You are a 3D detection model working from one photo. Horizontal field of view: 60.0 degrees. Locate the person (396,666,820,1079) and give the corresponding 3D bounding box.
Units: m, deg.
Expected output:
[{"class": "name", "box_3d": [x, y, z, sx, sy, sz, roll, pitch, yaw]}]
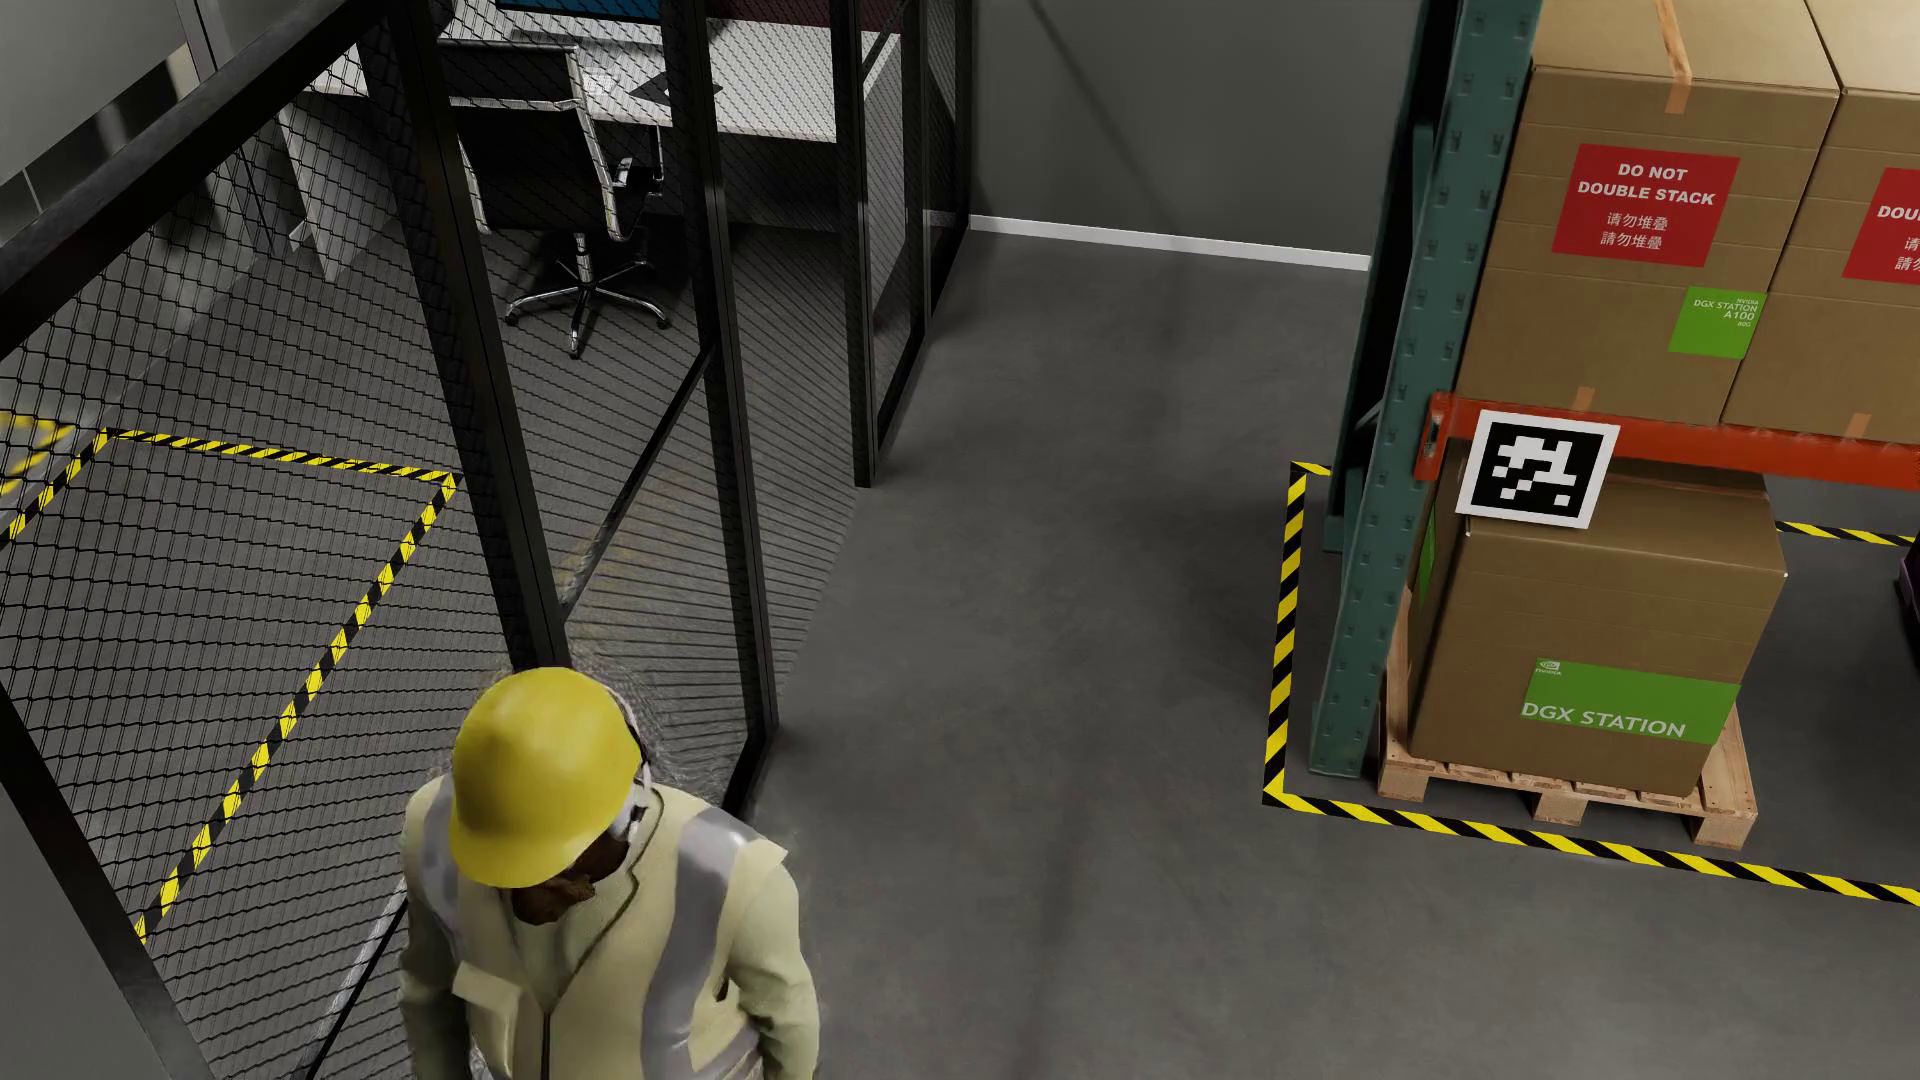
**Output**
[{"class": "person", "box_3d": [-0.569, 0.900, 2.570, 0.602, 1.795, 0.862, 13, 43, 14]}]
